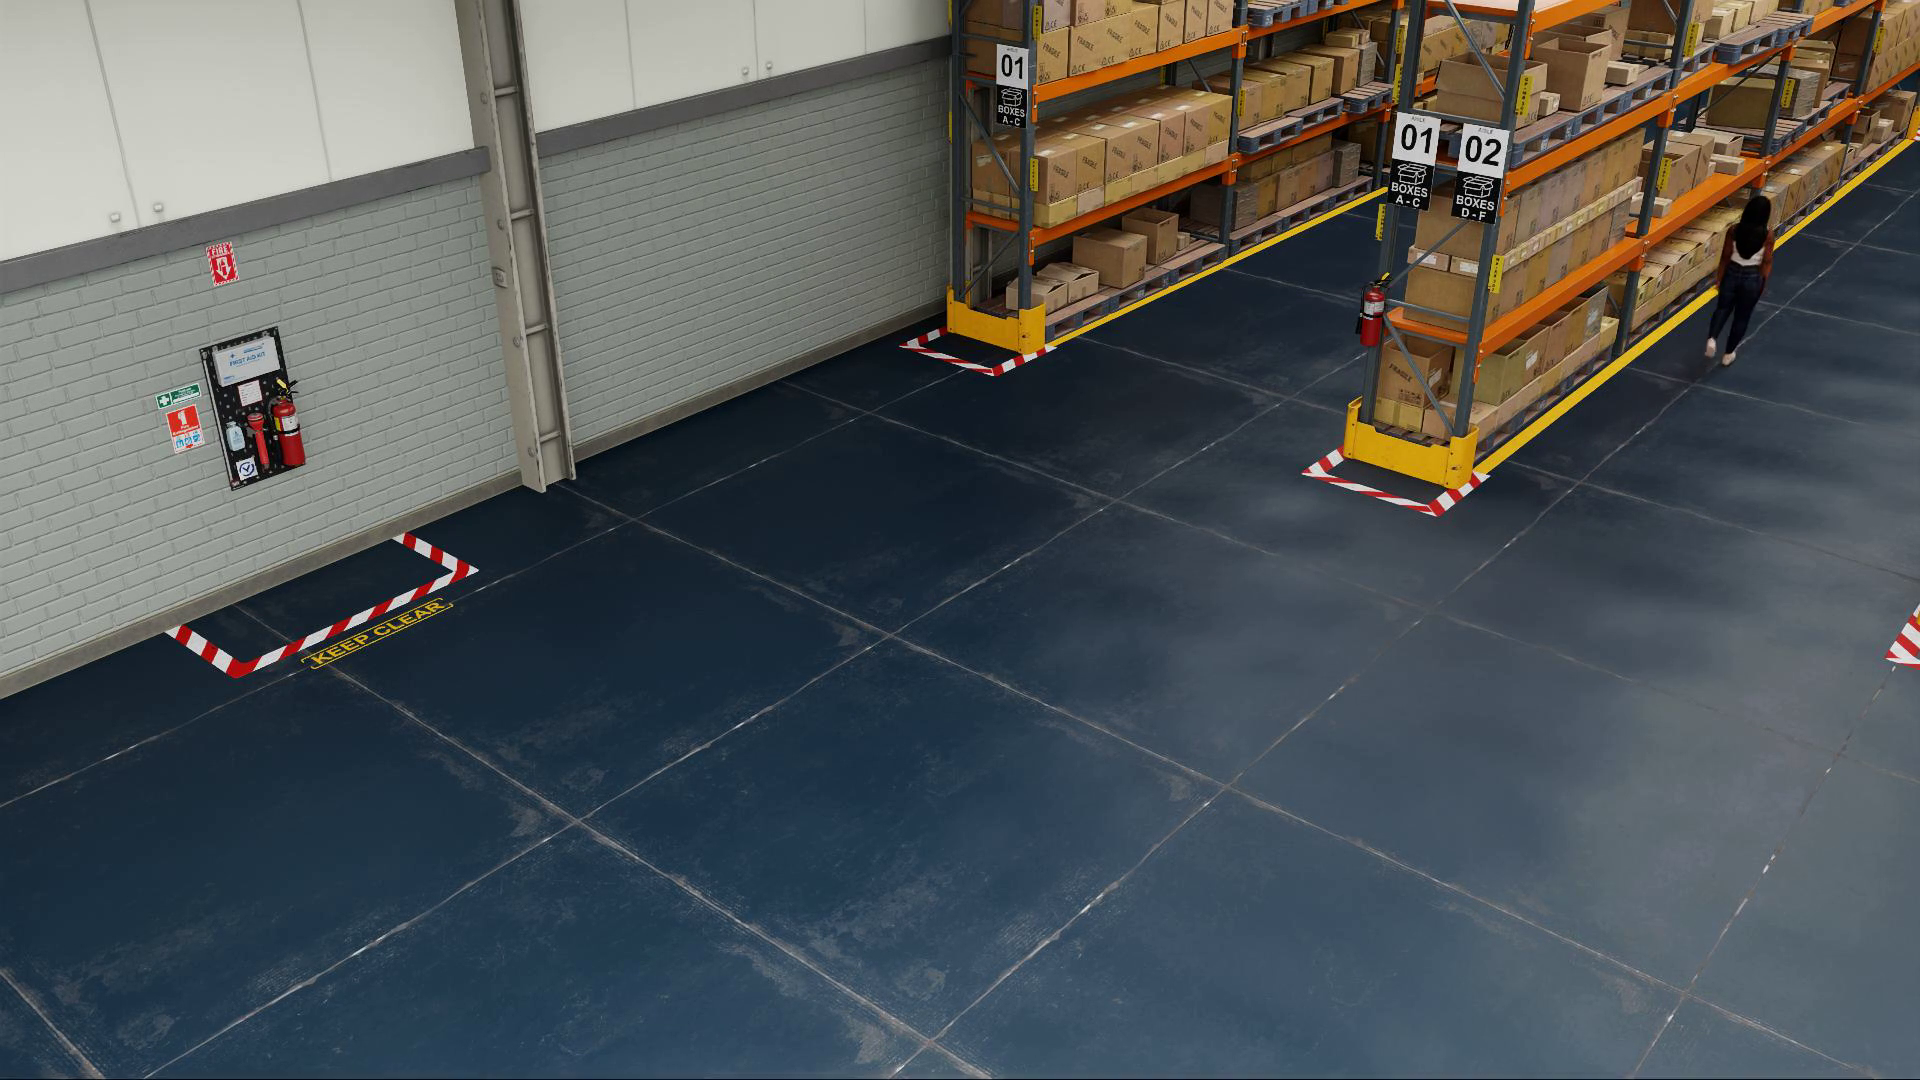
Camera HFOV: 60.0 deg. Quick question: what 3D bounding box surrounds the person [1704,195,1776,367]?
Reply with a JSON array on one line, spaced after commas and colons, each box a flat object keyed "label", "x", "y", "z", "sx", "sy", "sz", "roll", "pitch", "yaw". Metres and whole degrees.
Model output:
[{"label": "person", "x": 8.019, "y": -2.631, "z": 17.101, "sx": 0.628, "sy": 1.798, "sz": 0.749, "roll": 22, "pitch": 35, "yaw": 35}]
